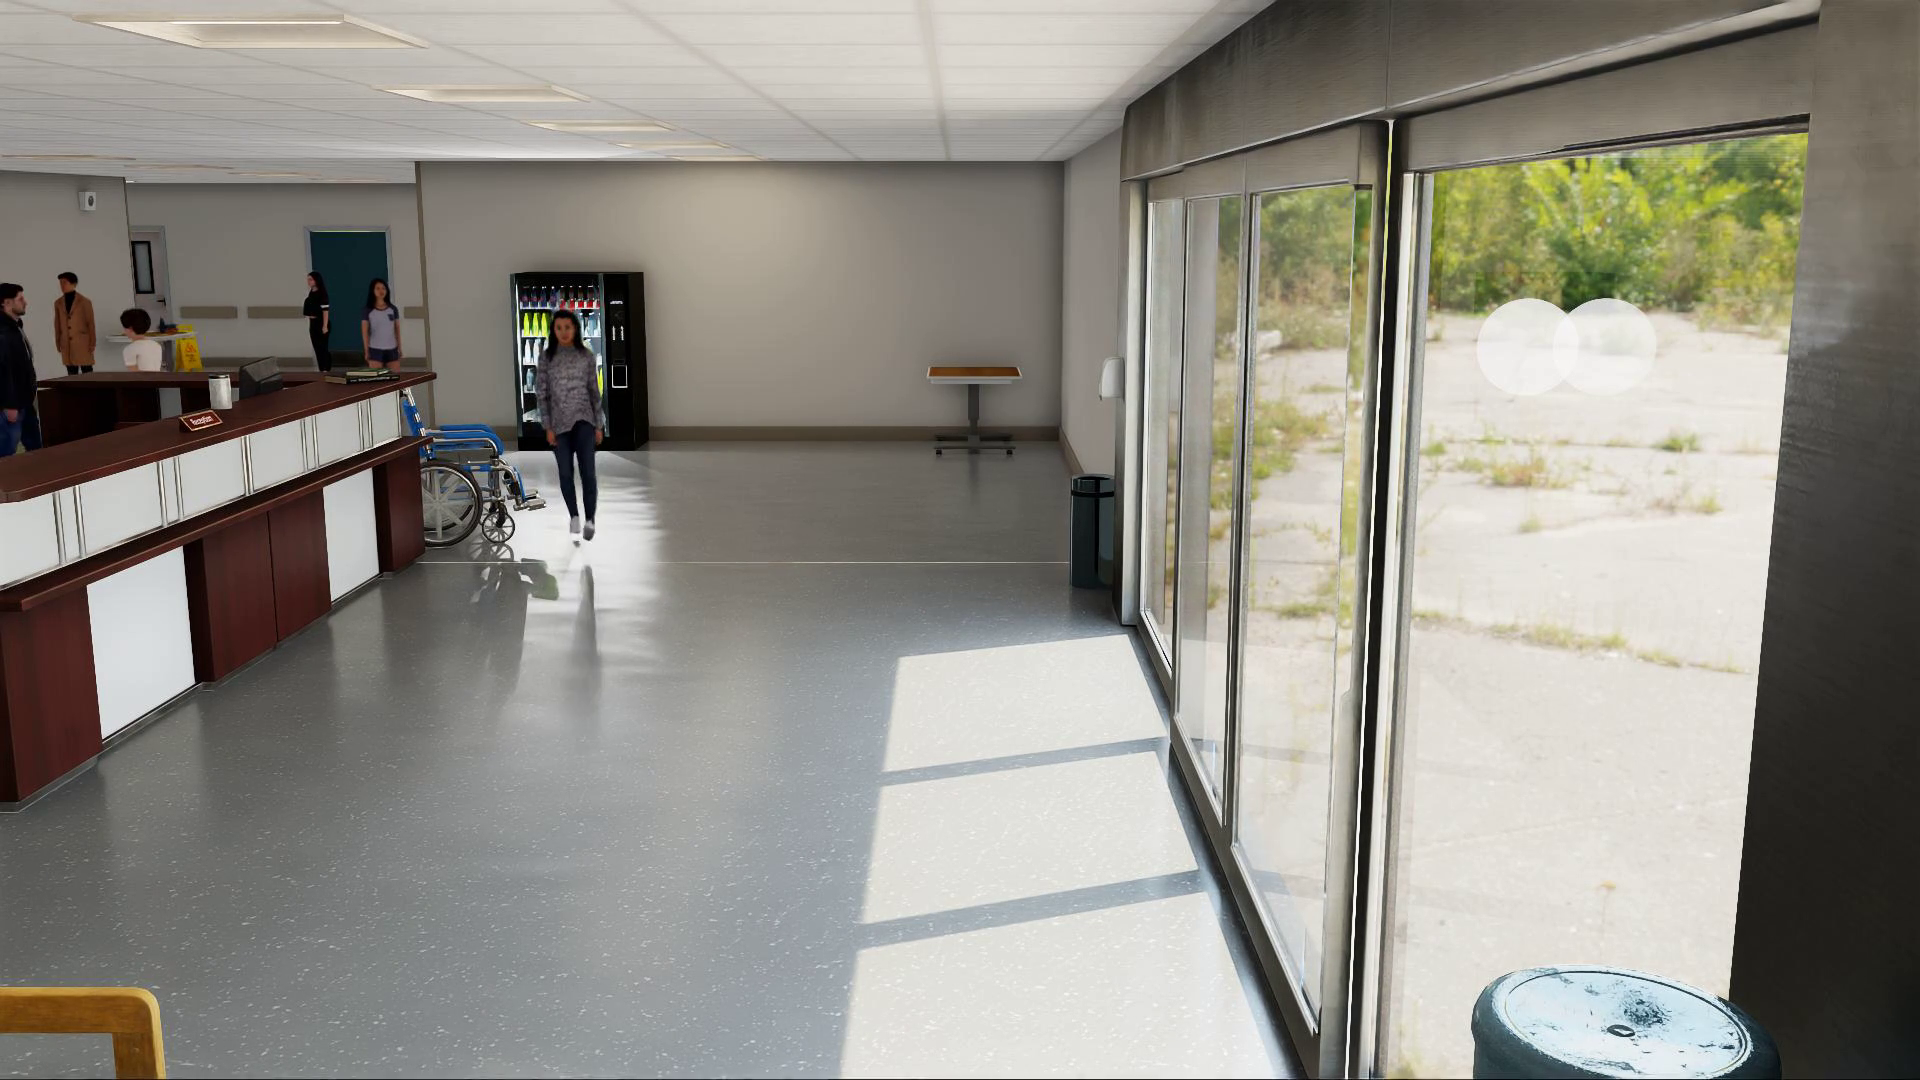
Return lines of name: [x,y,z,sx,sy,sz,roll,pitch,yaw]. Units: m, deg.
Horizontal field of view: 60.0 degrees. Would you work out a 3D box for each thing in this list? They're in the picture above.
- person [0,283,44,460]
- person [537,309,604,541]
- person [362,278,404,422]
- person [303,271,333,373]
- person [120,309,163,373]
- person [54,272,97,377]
person: [-7.490,-1.039,12.942,1.257,1.867,0.941,-4,11,-18]
person: [-2.887,-0.831,12.333,1.168,1.685,0.826,-2,11,-13]
person: [-6.901,-2.282,19.924,0.681,1.707,0.752,-9,14,-40]
person: [-9.681,-3.238,25.152,0.699,1.636,0.774,8,14,37]
person: [-6.683,-1.084,13.813,1.135,1.631,0.798,3,11,17]
person: [-11.186,-2.531,21.069,0.550,1.726,0.706,0,11,2]
